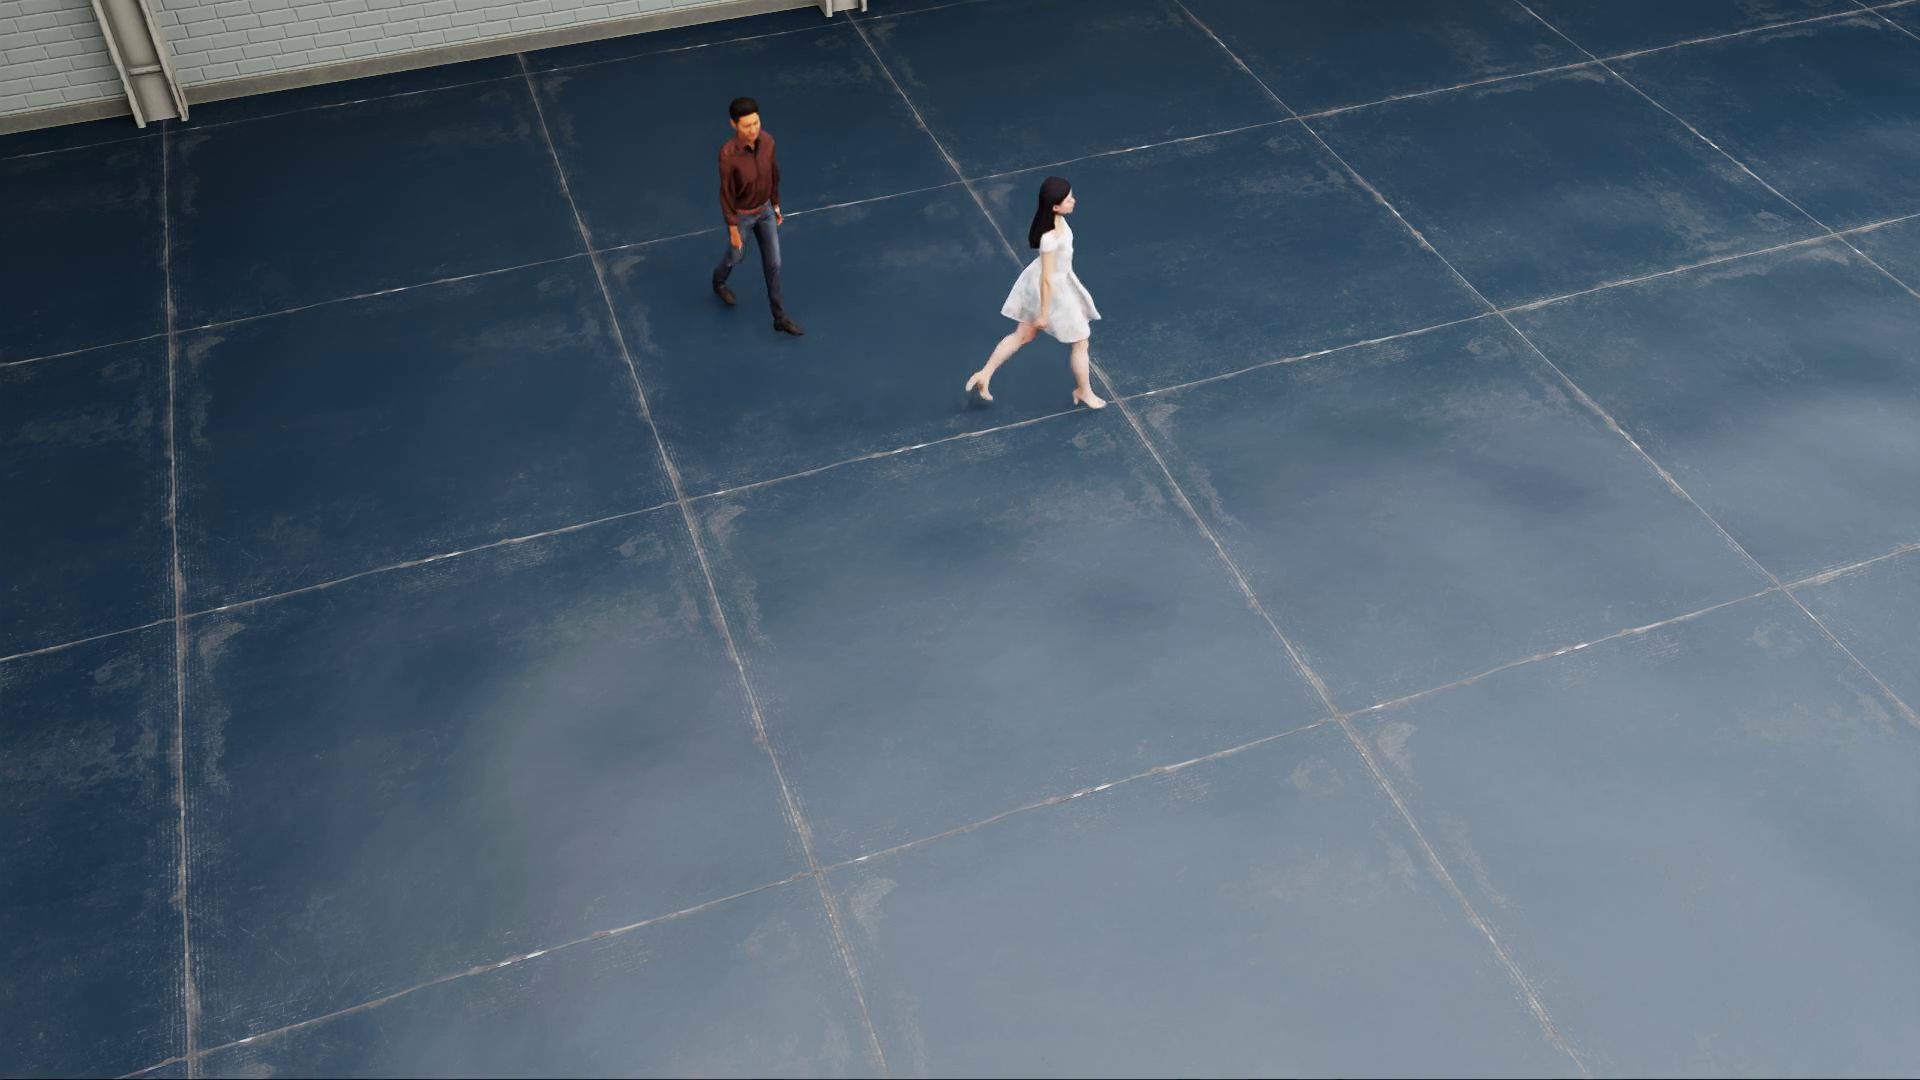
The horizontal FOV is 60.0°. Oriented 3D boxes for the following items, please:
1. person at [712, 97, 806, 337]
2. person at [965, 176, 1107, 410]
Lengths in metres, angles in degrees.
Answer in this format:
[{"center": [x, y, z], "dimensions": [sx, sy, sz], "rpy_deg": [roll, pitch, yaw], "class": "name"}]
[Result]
[{"center": [-1.504, -2.242, 11.344], "dimensions": [1.013, 1.734, 1.153], "rpy_deg": [34, 53, 31], "class": "person"}, {"center": [0.482, -1.520, 10.575], "dimensions": [1.227, 1.730, 0.828], "rpy_deg": [-3, 43, -3], "class": "person"}]
